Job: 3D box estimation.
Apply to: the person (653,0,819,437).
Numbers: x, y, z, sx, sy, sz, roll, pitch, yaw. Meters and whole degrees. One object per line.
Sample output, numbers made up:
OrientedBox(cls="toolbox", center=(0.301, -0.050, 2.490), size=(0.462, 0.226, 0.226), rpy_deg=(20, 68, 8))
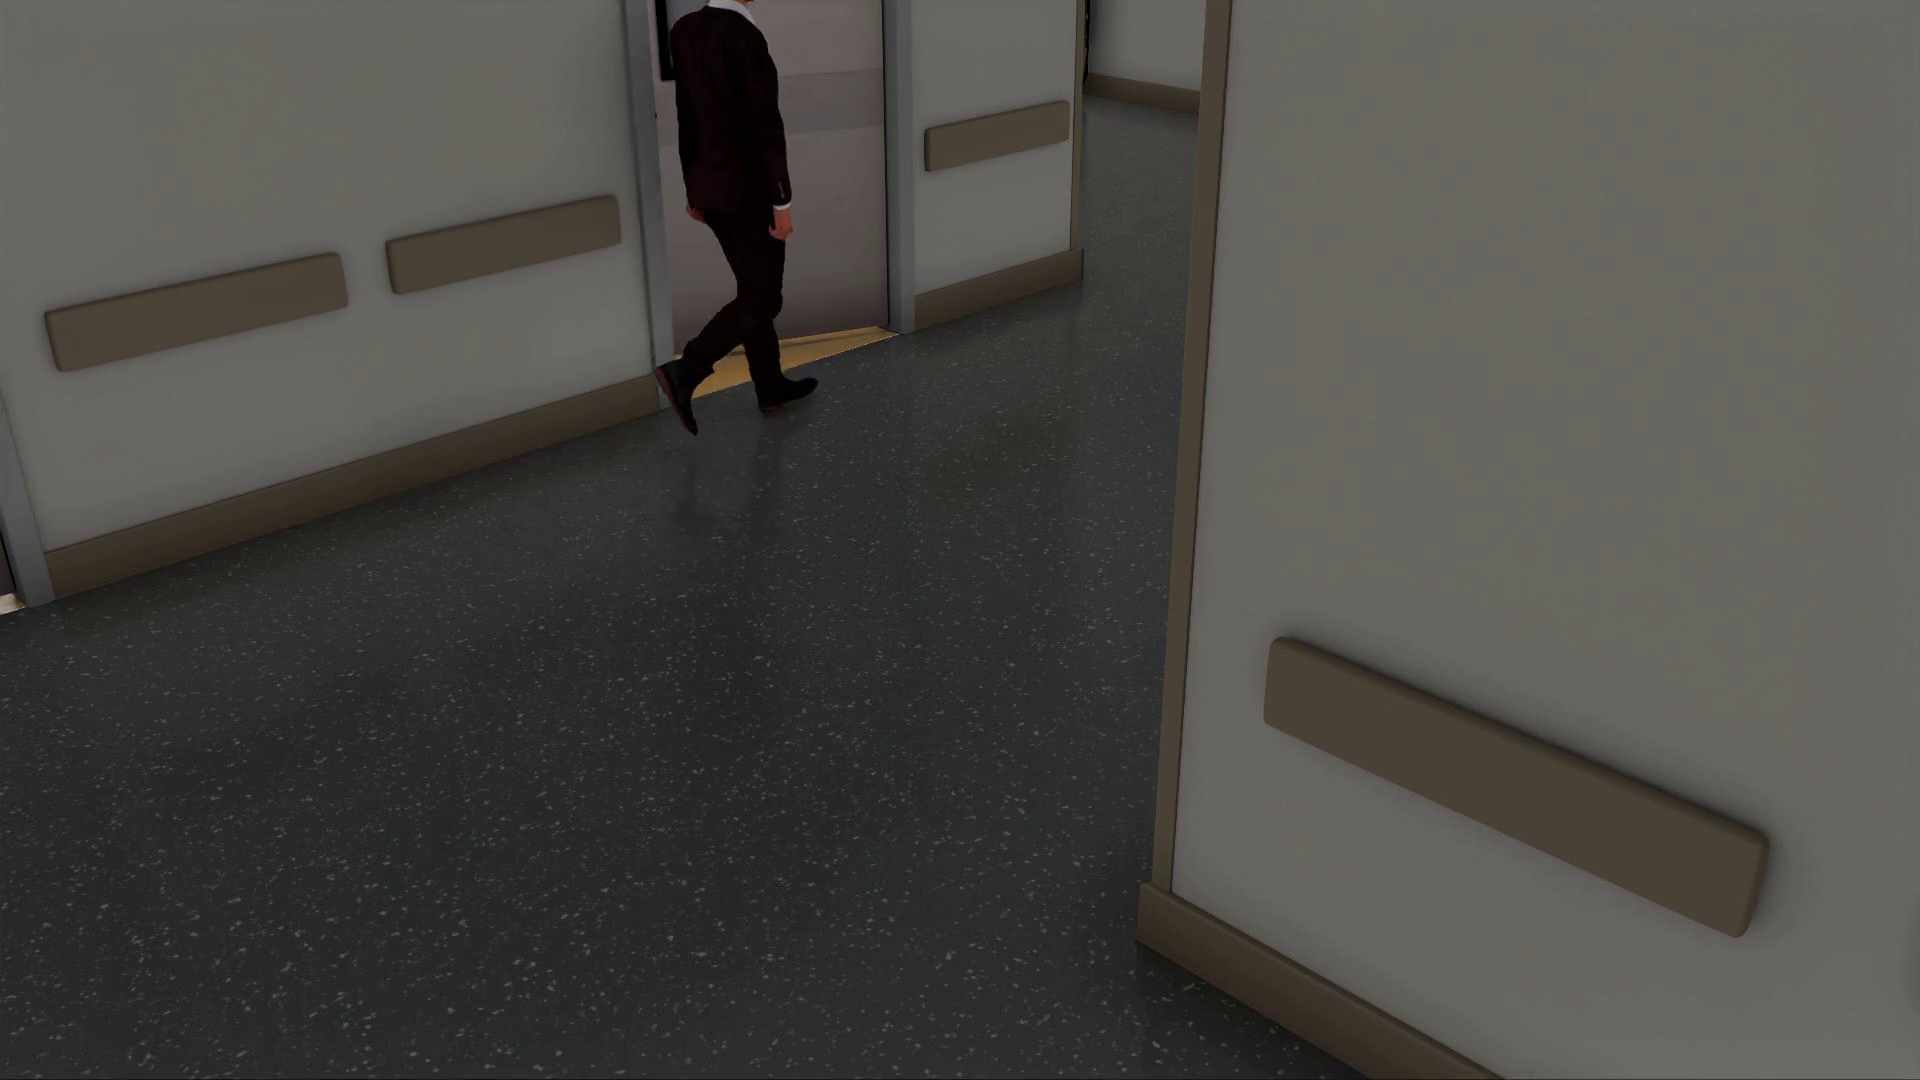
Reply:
OrientedBox(cls="person", center=(-0.871, -1.272, 6.138), size=(0.679, 1.844, 1.043), rpy_deg=(23, 34, 39))
